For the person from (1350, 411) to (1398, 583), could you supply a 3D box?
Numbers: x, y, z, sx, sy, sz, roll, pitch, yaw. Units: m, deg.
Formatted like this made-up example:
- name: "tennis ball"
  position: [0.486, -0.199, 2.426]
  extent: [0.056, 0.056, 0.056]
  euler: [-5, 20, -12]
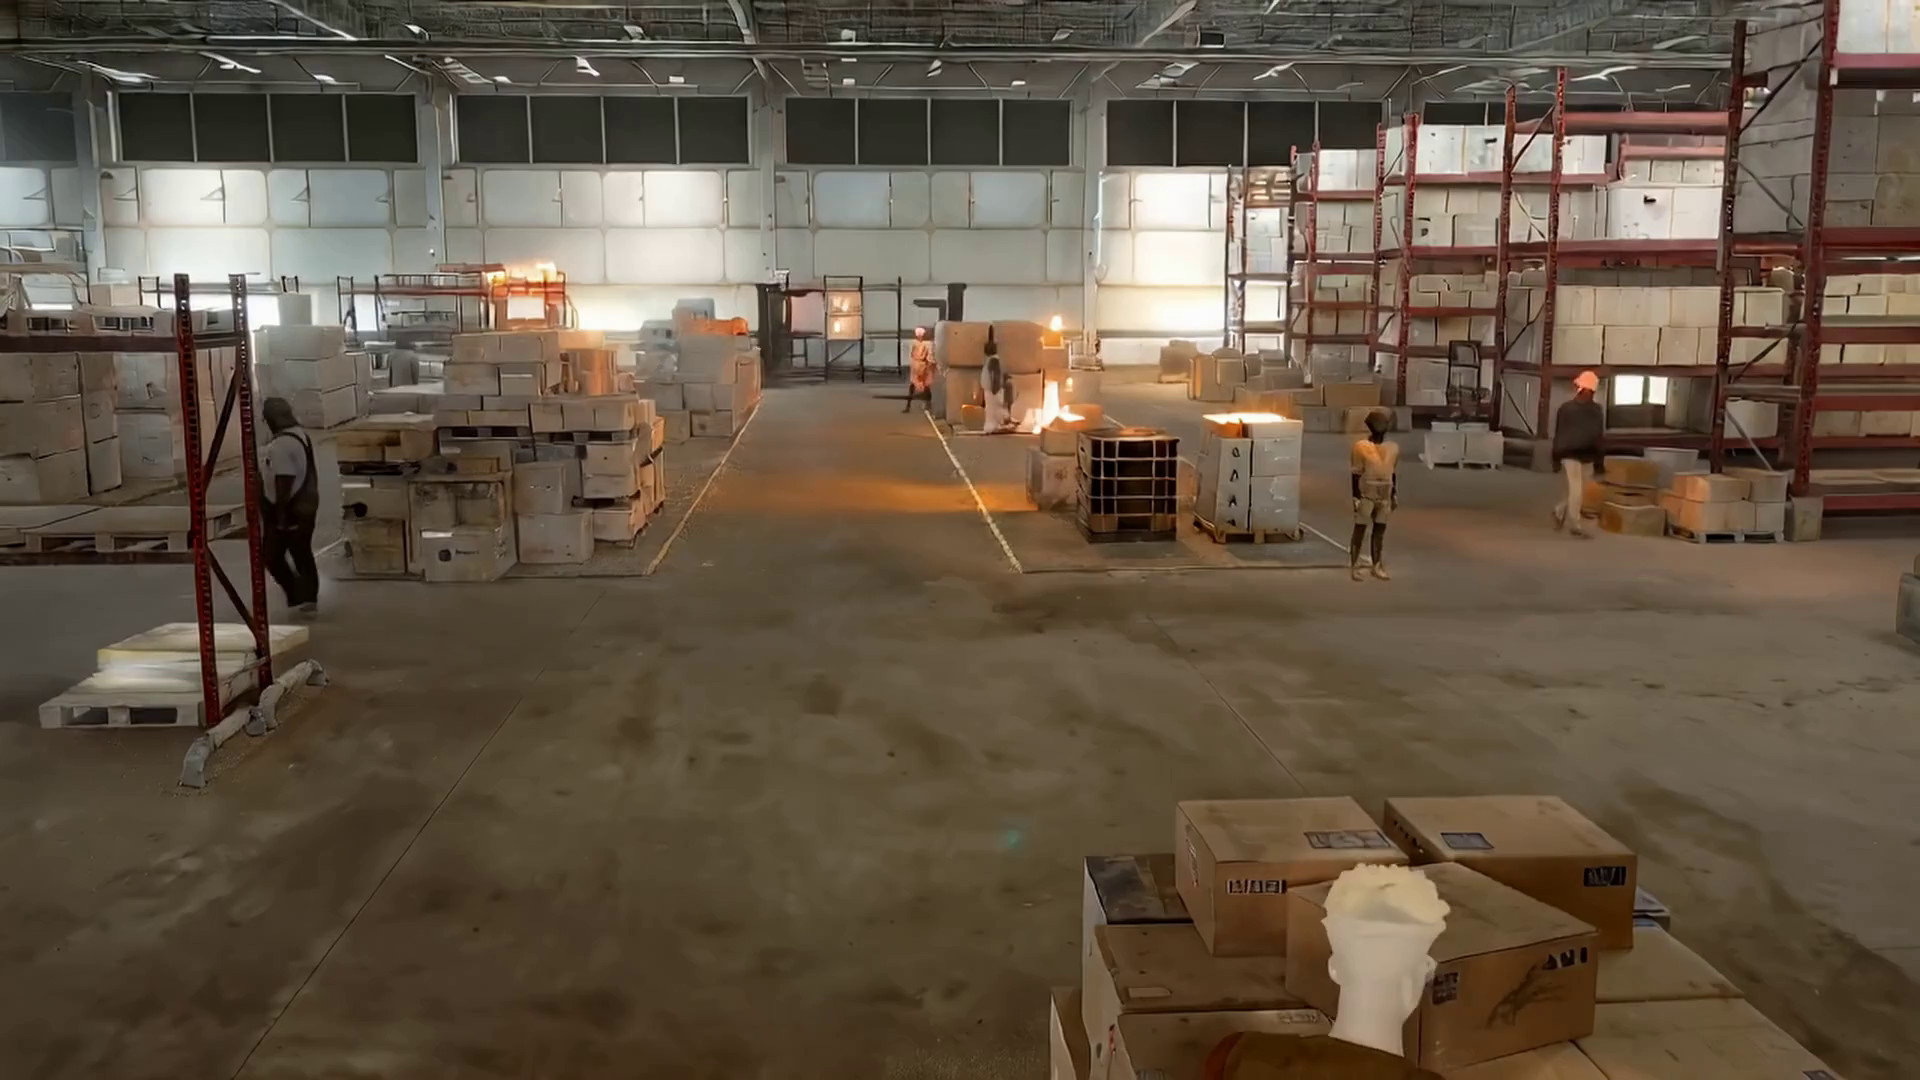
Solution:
- name: "person"
  position: [4.083, -0.427, 16.410]
  extent: [0.530, 1.697, 0.321]
  euler: [-3, 10, -20]

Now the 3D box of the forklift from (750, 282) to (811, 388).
- name: "forklift"
  position: [-5.115, -5.539, 44.809]
  extent: [1.873, 2.768, 1.129]
  euler: [3, 10, 21]

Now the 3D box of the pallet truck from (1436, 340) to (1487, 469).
- name: "pallet truck"
  position: [8.004, -2.170, 26.422]
  extent: [0.823, 1.965, 1.885]
  euler: [2, 9, 14]

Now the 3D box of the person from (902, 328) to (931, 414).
- name: "person"
  position: [-0.908, -3.688, 36.322]
  extent: [0.551, 1.874, 1.008]
  euler: [4, 10, 26]

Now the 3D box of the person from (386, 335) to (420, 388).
- name: "person"
  position: [-10.375, -2.846, 30.931]
  extent: [0.636, 1.916, 0.803]
  euler: [0, 9, 2]

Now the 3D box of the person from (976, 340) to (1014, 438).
- name: "person"
  position: [0.638, -2.803, 30.921]
  extent: [0.609, 1.830, 0.640]
  euler: [0, 9, 1]

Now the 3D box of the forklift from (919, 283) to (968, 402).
- name: "forklift"
  position: [-0.075, -4.714, 39.627]
  extent: [1.873, 2.768, 1.129]
  euler: [-1, 9, -4]

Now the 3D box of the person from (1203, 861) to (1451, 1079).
- name: "person"
  position: [0.736, 1.561, 3.139]
  extent: [0.610, 1.957, 0.387]
  euler: [5, 10, 29]

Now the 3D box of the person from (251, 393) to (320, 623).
- name: "person"
  position: [-5.847, -0.281, 14.426]
  extent: [0.541, 2.000, 0.691]
  euler: [0, 9, 1]

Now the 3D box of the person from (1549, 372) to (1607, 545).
- name: "person"
  position: [7.012, -0.962, 19.012]
  extent: [0.601, 1.954, 0.902]
  euler: [-3, 9, -17]
